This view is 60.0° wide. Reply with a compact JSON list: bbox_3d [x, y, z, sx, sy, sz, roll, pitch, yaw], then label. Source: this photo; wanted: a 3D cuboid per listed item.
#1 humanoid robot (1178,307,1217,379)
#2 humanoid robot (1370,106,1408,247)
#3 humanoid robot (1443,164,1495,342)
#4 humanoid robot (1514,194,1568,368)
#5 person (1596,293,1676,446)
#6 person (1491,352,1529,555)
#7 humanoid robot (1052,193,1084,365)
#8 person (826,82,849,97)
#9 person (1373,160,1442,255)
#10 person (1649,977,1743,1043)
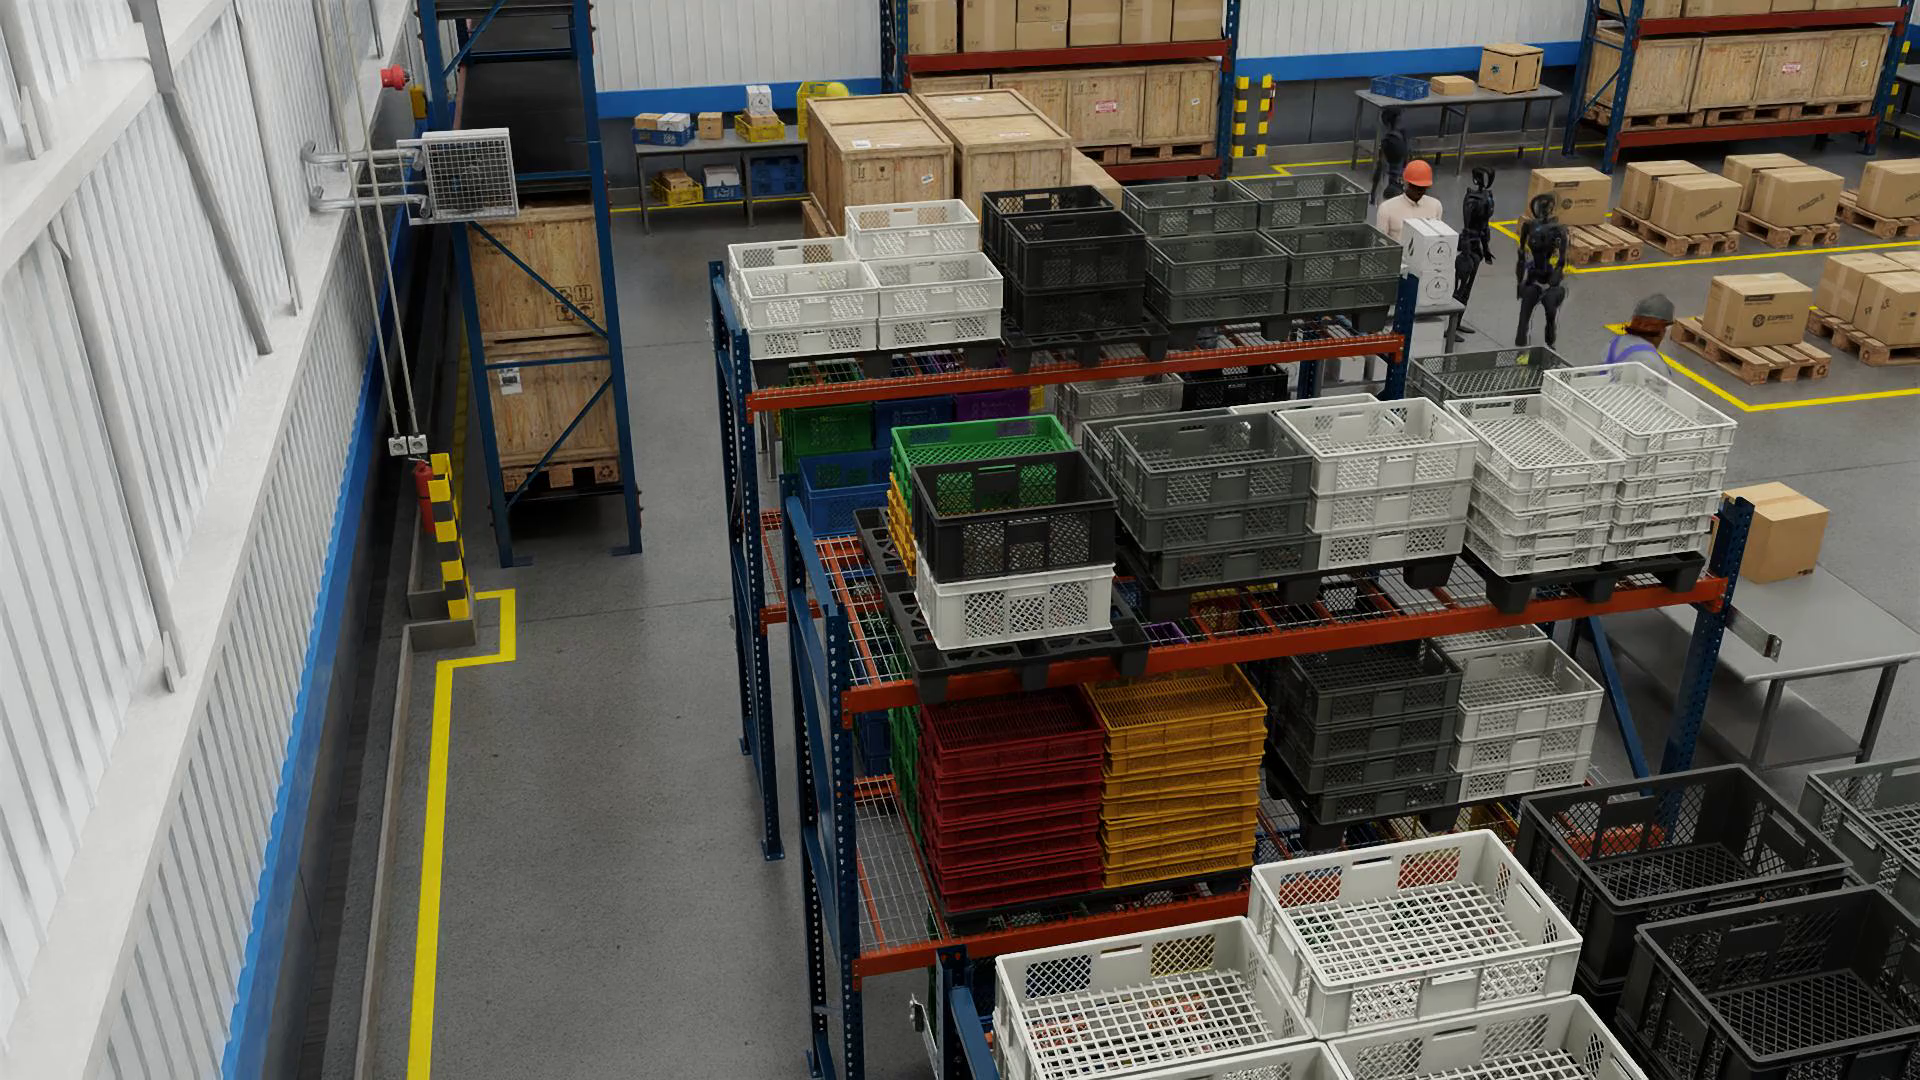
[{"bbox_3d":[1.790,-1.055,12.542,0.364,1.649,0.594,-7,29,-12],"label":"humanoid robot"},{"bbox_3d":[4.721,-3.818,17.855,0.776,1.641,0.640,18,33,31],"label":"humanoid robot"},{"bbox_3d":[4.830,-2.714,15.668,0.328,1.659,0.588,19,33,32],"label":"humanoid robot"},{"bbox_3d":[5.238,-2.304,14.968,0.734,1.617,0.591,-23,35,-37],"label":"humanoid robot"},{"bbox_3d":[4.617,-0.748,11.568,0.629,2.000,0.729,-2,28,-4],"label":"person"},{"bbox_3d":[3.787,-0.452,11.355,0.529,1.702,0.920,0,28,0],"label":"person"},{"bbox_3d":[0.973,-2.353,14.983,0.321,1.657,0.603,24,36,38],"label":"humanoid robot"},{"bbox_3d":[-1.216,-3.959,17.828,0.857,1.894,0.587,-8,29,-15],"label":"person"},{"bbox_3d":[3.938,-2.393,14.751,0.616,1.986,0.406,-5,28,-9],"label":"person"},{"bbox_3d":[2.646,2.233,6.079,0.574,1.882,0.356,17,32,30],"label":"person"}]
